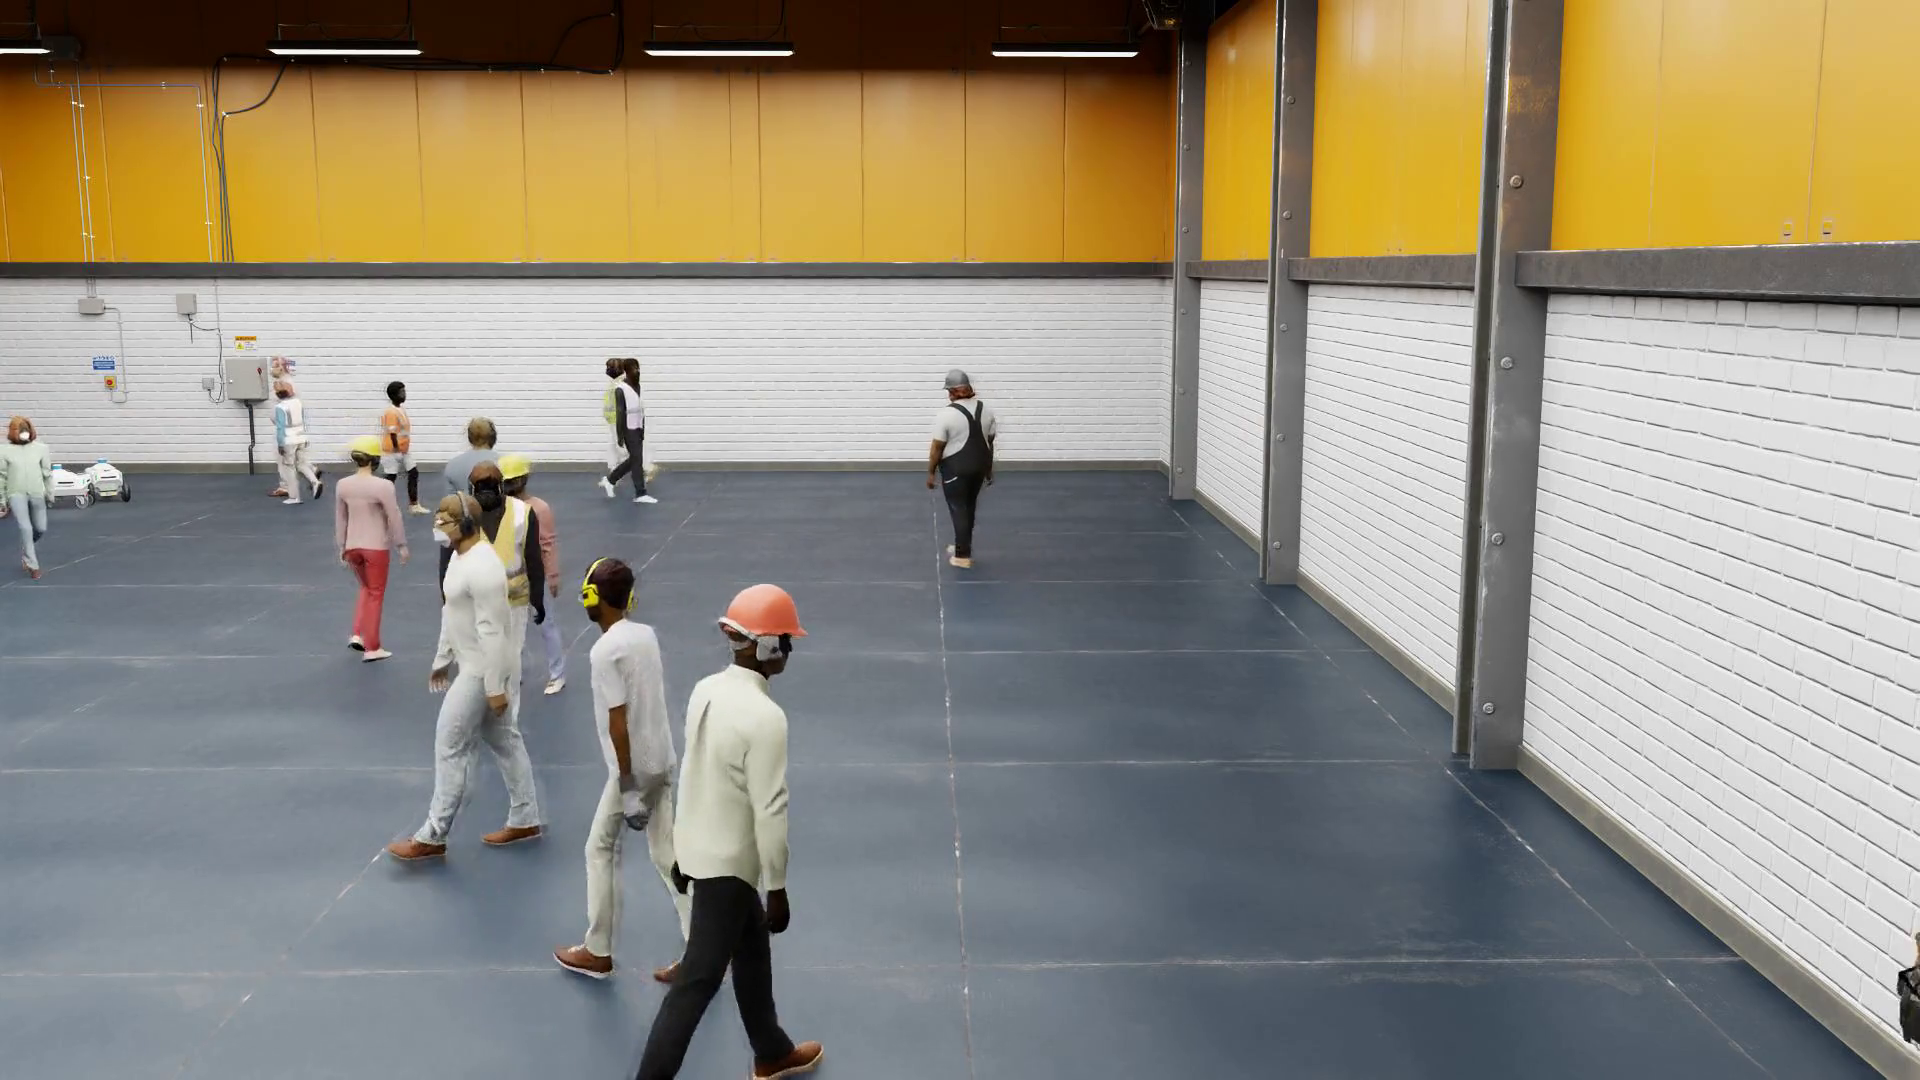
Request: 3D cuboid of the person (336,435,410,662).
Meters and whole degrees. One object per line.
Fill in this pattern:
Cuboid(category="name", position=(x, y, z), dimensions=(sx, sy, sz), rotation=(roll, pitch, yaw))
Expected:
Cuboid(category="person", position=(-4.568, 0.069, 12.902), dimensions=(0.542, 1.755, 0.416), rotation=(4, 10, 22))

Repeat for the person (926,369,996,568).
Cuboid(category="person", position=(-0.074, -0.754, 17.048), dimensions=(0.706, 2.000, 0.758), rotation=(-7, 12, -37))

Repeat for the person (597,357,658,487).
Cuboid(category="person", position=(-4.646, -1.638, 23.133), dimensions=(0.762, 1.821, 0.626), rotation=(-3, 10, -19))

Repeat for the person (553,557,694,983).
Cuboid(category="person", position=(-1.411, 0.986, 7.046), dimensions=(0.869, 1.819, 0.542), rotation=(4, 10, 21))

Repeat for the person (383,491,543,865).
Cuboid(category="person", position=(-2.602, 0.699, 8.538), dimensions=(0.909, 1.899, 0.651), rotation=(-3, 10, -20))

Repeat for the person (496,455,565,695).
Cuboid(category="person", position=(-3.107, 0.262, 11.766), dimensions=(0.570, 1.735, 0.651), rotation=(4, 10, 21))

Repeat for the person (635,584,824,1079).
Cuboid(category="person", position=(-0.857, 1.128, 5.860), dimensions=(0.920, 1.934, 0.652), rotation=(-6, 11, -31))

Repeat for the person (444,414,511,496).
Cuboid(category="person", position=(-3.720, -0.020, 12.965), dimensions=(0.631, 1.918, 0.881), rotation=(3, 10, 16))

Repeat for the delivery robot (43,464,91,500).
Cuboid(category="delivery robot", position=(-11.412, -0.713, 21.052), dimensions=(0.707, 0.478, 0.477), rotation=(-2, 9, -15))

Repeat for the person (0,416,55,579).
Cuboid(category="person", position=(-9.244, -0.436, 16.432), dimensions=(0.629, 1.615, 0.495), rotation=(9, 13, 44))

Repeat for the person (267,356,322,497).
Cuboid(category="person", position=(-8.939, -1.517, 22.213), dimensions=(0.637, 1.886, 0.671), rotation=(-4, 10, -24))

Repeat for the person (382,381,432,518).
Cuboid(category="person", position=(-6.728, -1.083, 20.153), dimensions=(0.693, 1.668, 0.553), rotation=(0, 9, -3))

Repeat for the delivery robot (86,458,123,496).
Cuboid(category="delivery robot", position=(-11.190, -0.825, 21.737), dimensions=(0.477, 0.478, 0.707), rotation=(-6, 11, -35))

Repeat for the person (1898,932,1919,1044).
Cuboid(category="person", position=(1.875, 1.608, 3.216), dimensions=(0.521, 1.828, 0.492), rotation=(0, 9, 1))

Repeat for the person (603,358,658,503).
Cuboid(category="person", position=(-4.329, -1.432, 21.660), dimensions=(0.791, 1.897, 0.595), rotation=(3, 10, 19))

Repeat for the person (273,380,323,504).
Cuboid(category="person", position=(-8.516, -1.248, 21.347), dimensions=(0.482, 1.616, 0.541), rotation=(3, 10, 16))

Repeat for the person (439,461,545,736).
Cuboid(category="person", position=(-2.985, 0.397, 10.657), dimensions=(0.643, 1.830, 0.437), rotation=(-4, 10, -22))
